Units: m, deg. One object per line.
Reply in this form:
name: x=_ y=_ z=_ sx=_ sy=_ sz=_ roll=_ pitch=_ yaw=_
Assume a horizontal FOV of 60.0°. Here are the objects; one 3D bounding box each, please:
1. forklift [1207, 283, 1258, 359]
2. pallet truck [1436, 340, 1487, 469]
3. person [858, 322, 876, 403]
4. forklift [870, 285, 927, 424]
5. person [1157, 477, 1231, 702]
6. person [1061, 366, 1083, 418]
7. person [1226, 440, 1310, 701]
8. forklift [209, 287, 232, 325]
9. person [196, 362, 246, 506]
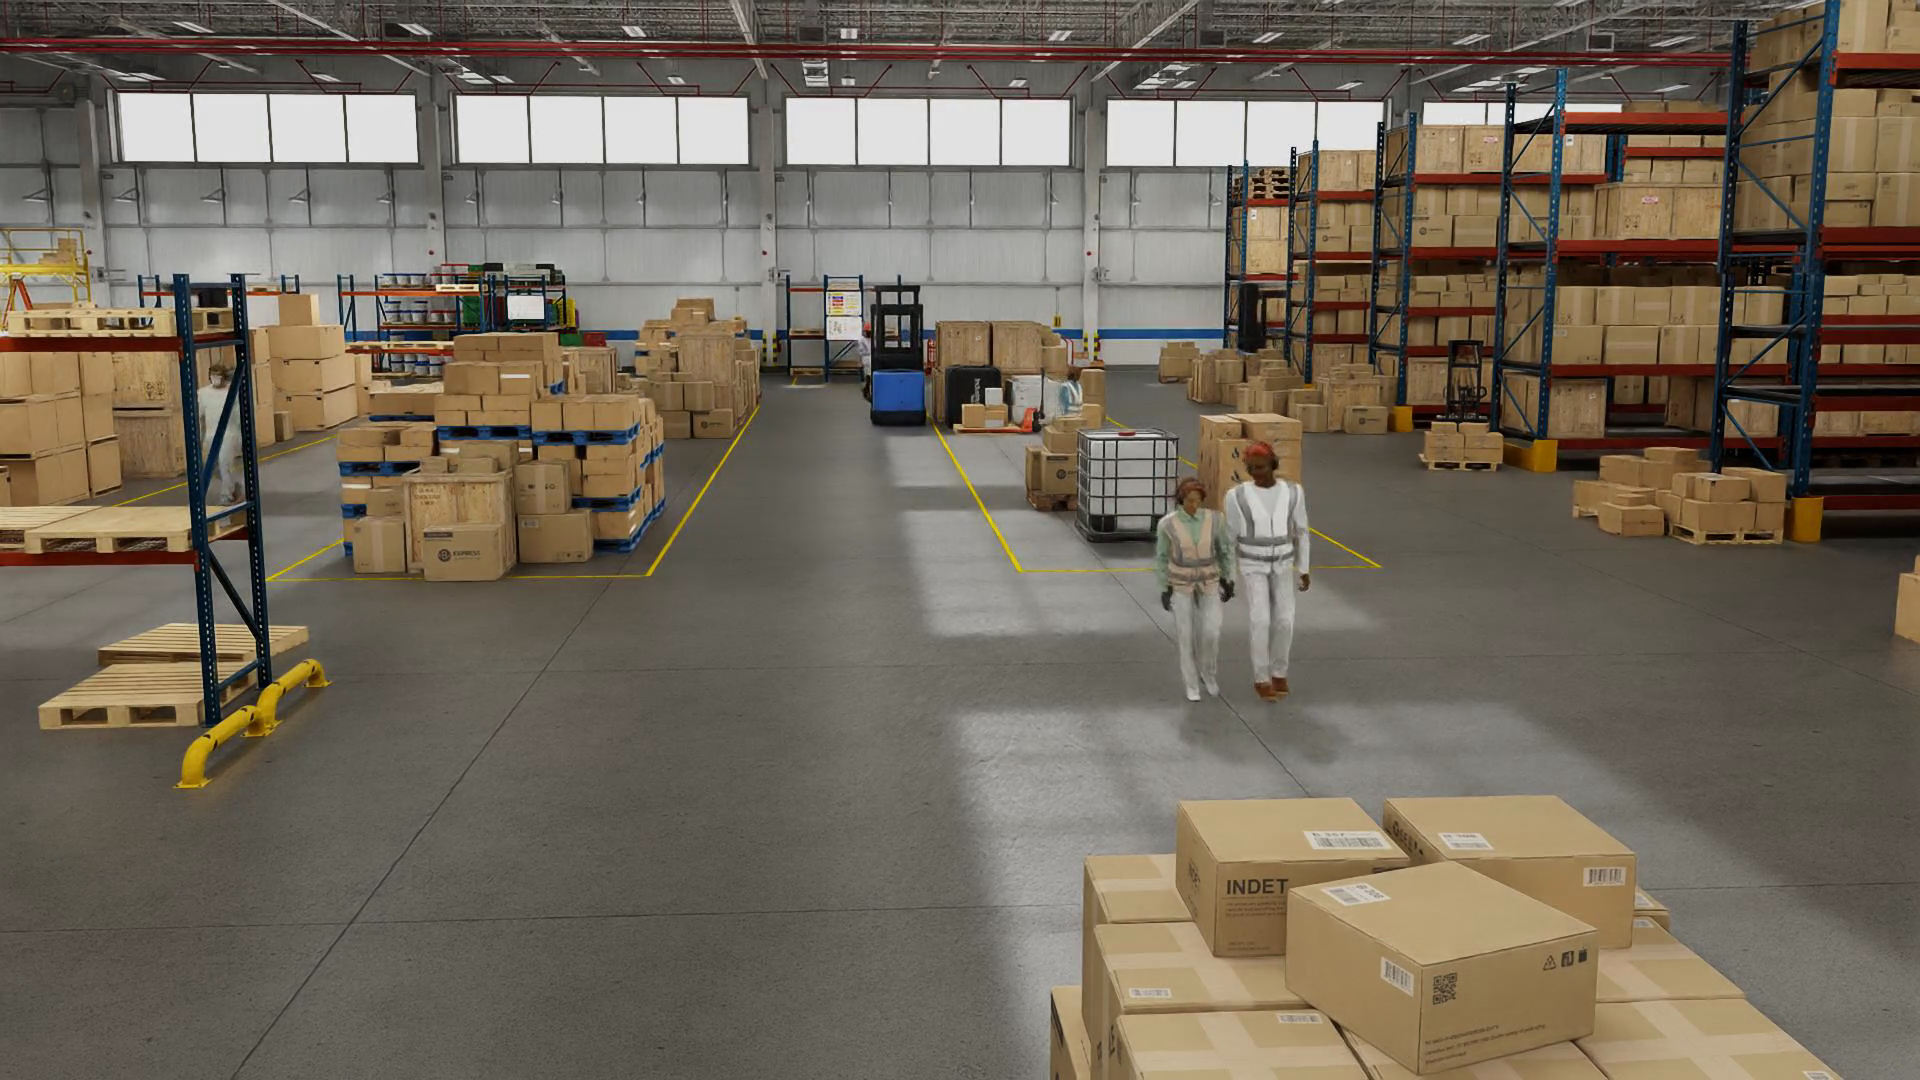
forklift: x=7.345 y=-5.204 z=42.708 sx=1.873 sy=2.768 sz=1.129 roll=-1 pitch=9 yaw=-4
pallet truck: x=8.004 y=-2.170 z=26.422 sx=0.823 sy=1.965 sz=1.885 roll=2 pitch=9 yaw=14
person: x=-2.185 y=-4.238 z=39.648 sx=0.556 sy=1.921 sz=0.655 roll=-6 pitch=11 yaw=-32
forklift: x=-1.272 y=-3.810 z=33.951 sx=1.129 sy=2.768 sz=1.873 roll=-1 pitch=9 yaw=-4
person: x=1.654 y=0.351 z=11.748 sx=0.541 sy=1.615 sz=0.393 roll=0 pitch=9 yaw=-3
person: x=1.715 y=-1.932 z=26.112 sx=0.755 sy=1.611 sz=0.515 roll=8 pitch=12 yaw=42
person: x=2.193 y=0.218 z=11.848 sx=0.616 sy=1.868 sz=0.465 roll=-1 pitch=9 yaw=-6
forklift: x=-16.849 y=-4.453 z=37.988 sx=1.873 sy=2.768 sz=1.129 roll=-5 pitch=10 yaw=-30
person: x=-9.403 y=-1.311 z=21.243 sx=0.643 sy=1.925 sz=0.667 roll=1 pitch=9 yaw=4
